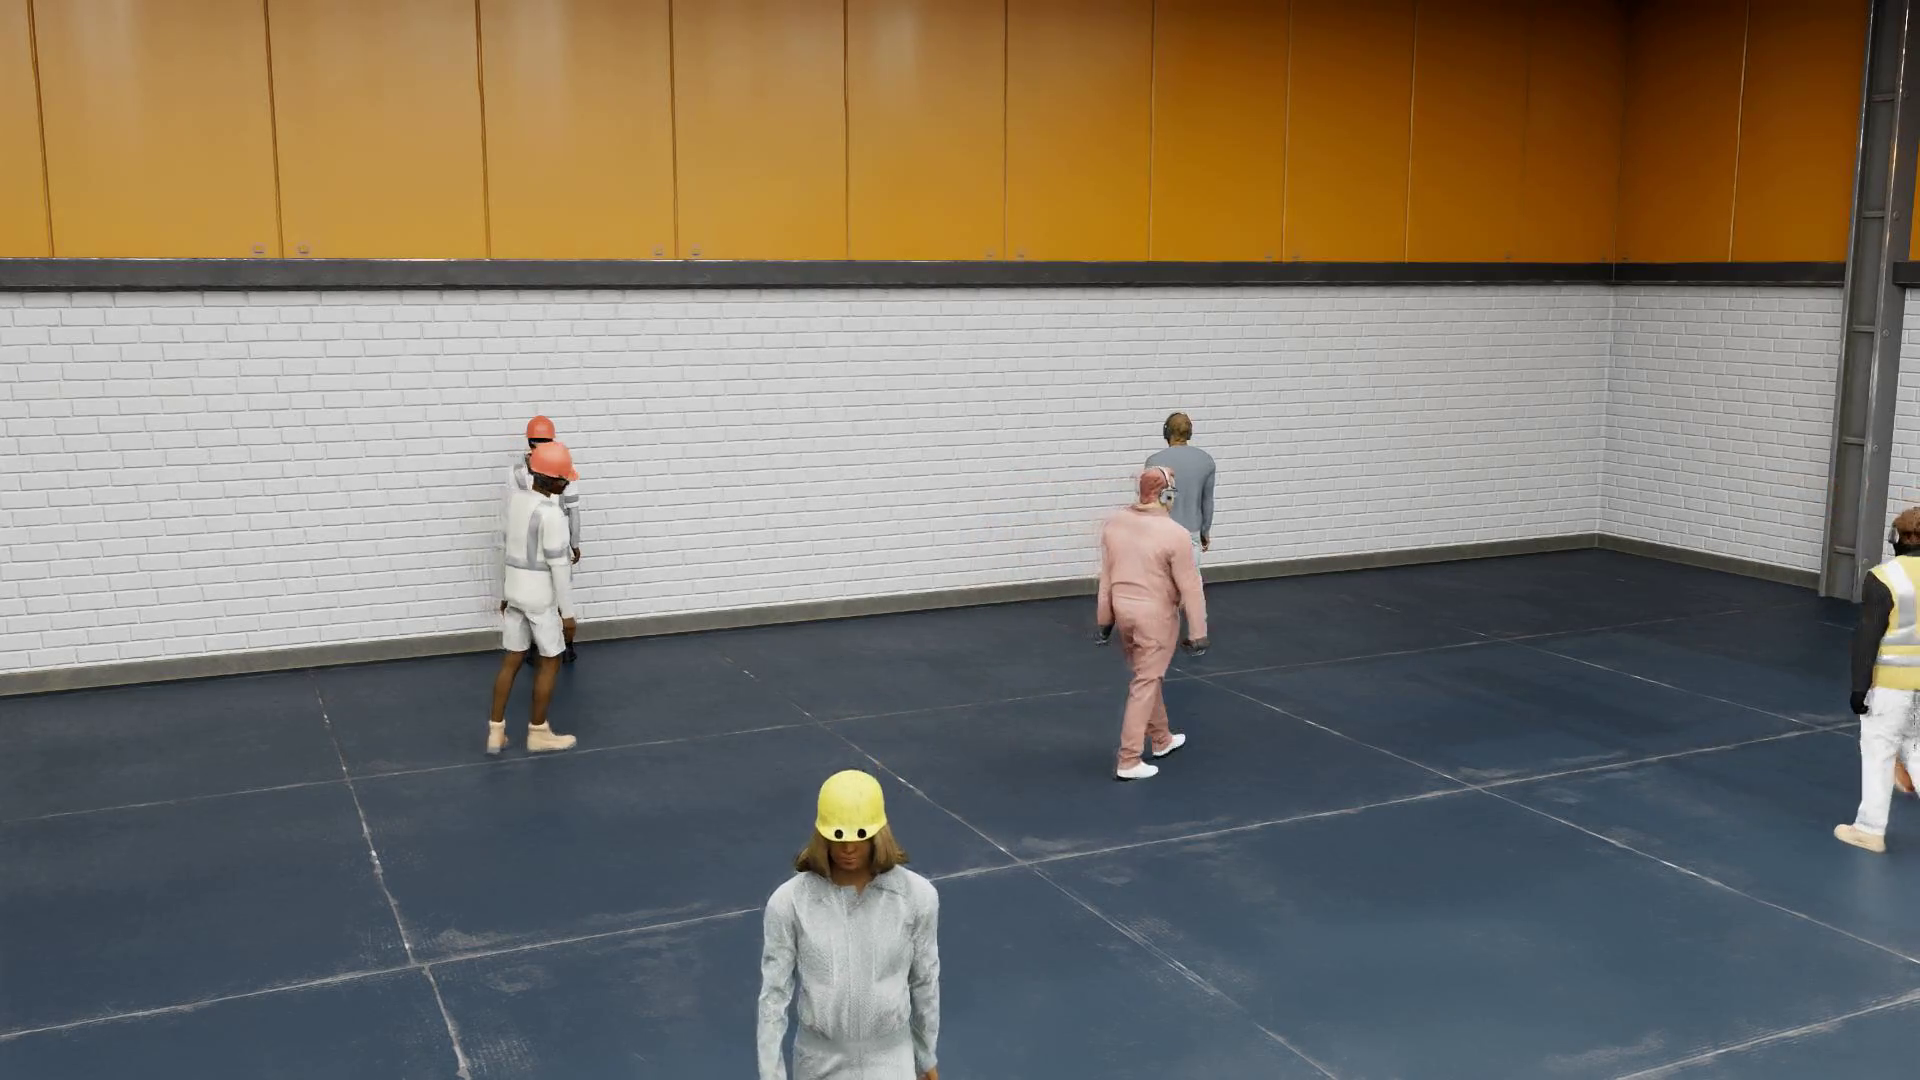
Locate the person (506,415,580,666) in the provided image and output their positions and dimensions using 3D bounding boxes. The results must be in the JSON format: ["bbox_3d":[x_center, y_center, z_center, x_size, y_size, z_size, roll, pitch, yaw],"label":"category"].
[{"bbox_3d":[-3.217,0.004,12.860,0.552,1.936,0.359,-3,10,-19],"label":"person"}]

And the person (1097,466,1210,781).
[{"bbox_3d":[1.242,0.487,10.051,0.880,1.871,0.683,-8,12,-39],"label":"person"}]

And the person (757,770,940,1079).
[{"bbox_3d":[-0.309,1.448,4.662,0.505,1.693,0.917,-1,9,-4],"label":"person"}]

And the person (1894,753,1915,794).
[{"bbox_3d":[5.637,0.619,9.269,0.585,1.868,0.647,-7,12,-39],"label":"person"}]

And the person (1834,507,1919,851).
[{"bbox_3d":[4.948,0.741,8.663,0.669,1.817,0.511,-2,9,-14],"label":"person"}]

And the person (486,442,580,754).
[{"bbox_3d":[-2.709,0.378,10.408,0.583,1.996,0.700,-9,13,-44],"label":"person"}]

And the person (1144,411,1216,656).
[{"bbox_3d":[1.723,-0.048,13.184,0.635,1.937,0.352,-4,10,-24],"label":"person"}]
